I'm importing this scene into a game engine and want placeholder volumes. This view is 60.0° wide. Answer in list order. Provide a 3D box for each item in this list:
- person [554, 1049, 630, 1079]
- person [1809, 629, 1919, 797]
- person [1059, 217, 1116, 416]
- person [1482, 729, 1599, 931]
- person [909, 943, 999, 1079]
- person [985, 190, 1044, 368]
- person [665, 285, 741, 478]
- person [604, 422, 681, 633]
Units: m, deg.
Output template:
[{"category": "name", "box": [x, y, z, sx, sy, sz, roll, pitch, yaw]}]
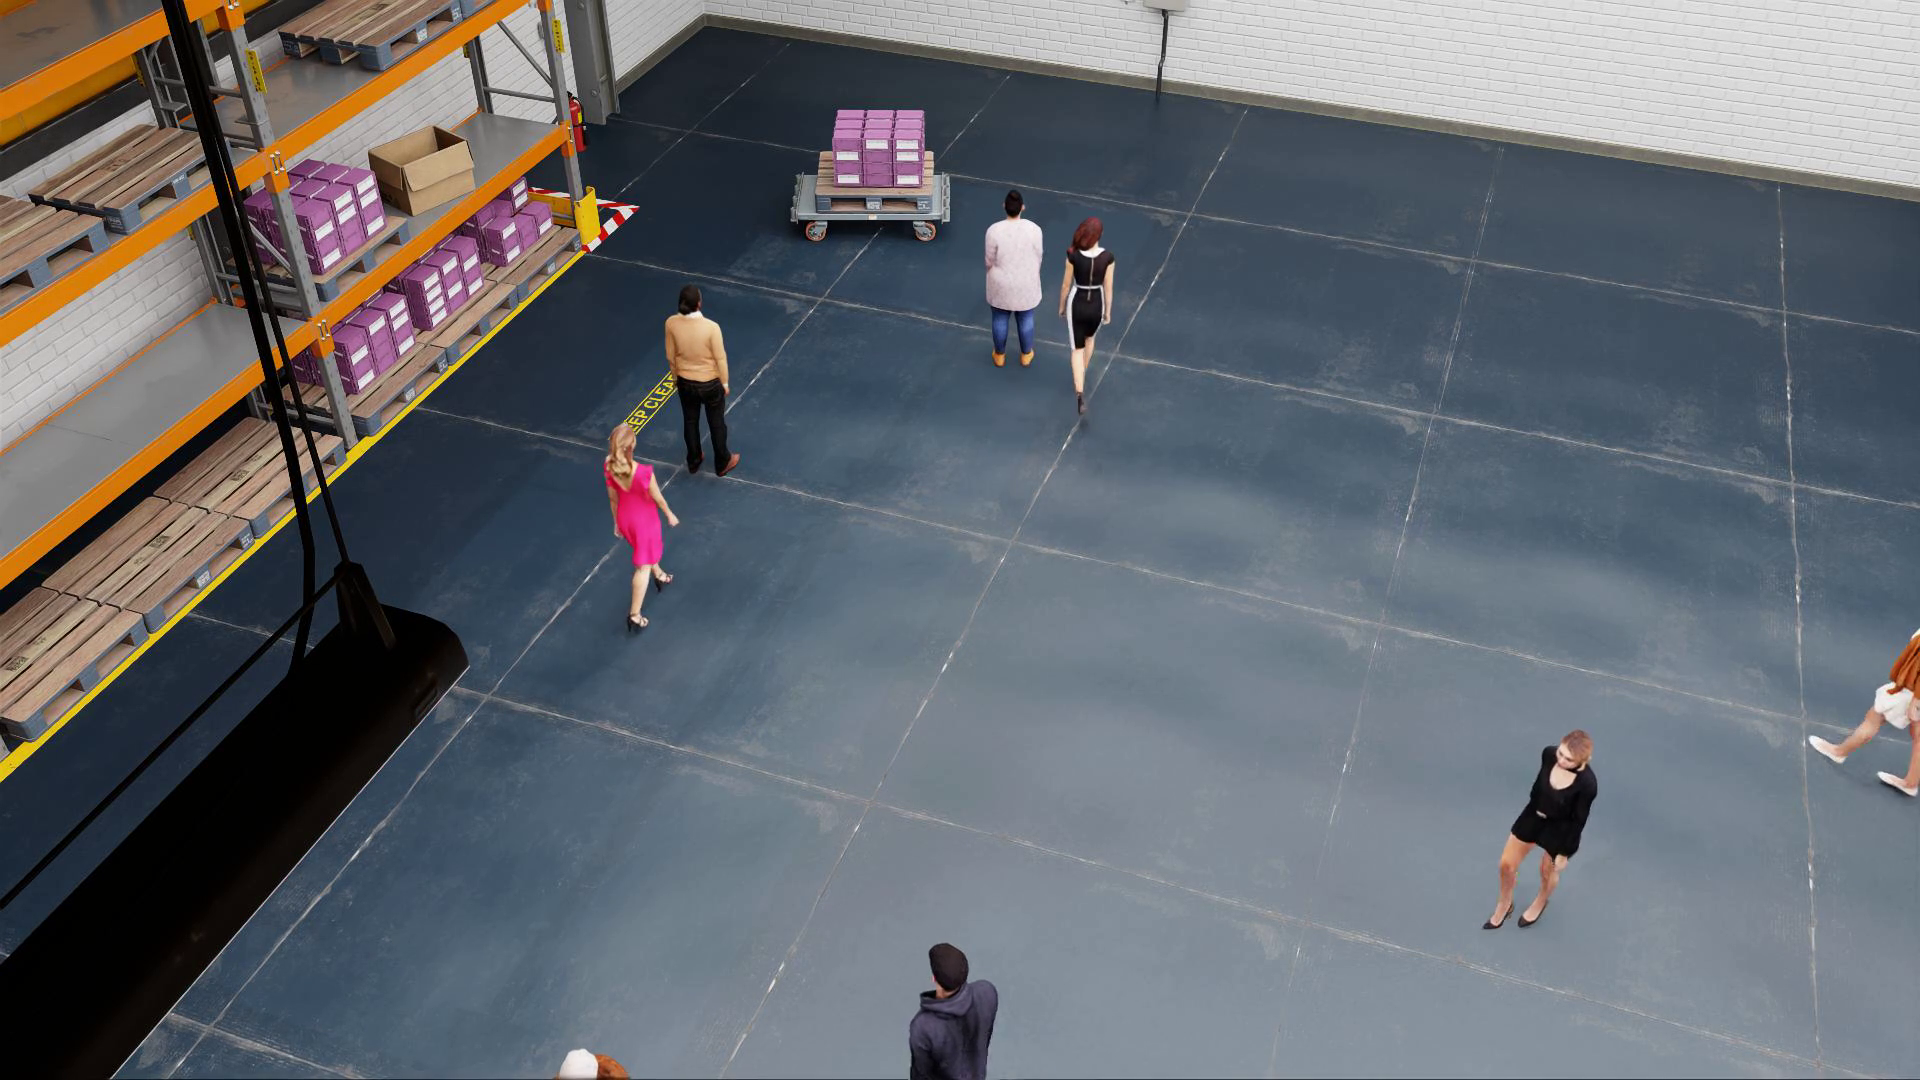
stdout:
[{"category": "person", "box": [-1.810, 3.075, 8.307, 0.615, 1.632, 0.582, 13, 40, 16]}, {"category": "person", "box": [6.341, 1.018, 10.836, 0.992, 1.691, 0.985, -23, 44, -26]}, {"category": "person", "box": [1.095, -1.920, 14.455, 0.871, 1.766, 1.165, -3, 39, -3]}, {"category": "person", "box": [3.567, 1.707, 9.928, 0.825, 1.747, 0.764, -21, 43, -24]}, {"category": "person", "box": [0.000, 2.778, 8.483, 0.971, 1.878, 1.007, -21, 43, -25]}, {"category": "person", "box": [0.475, -2.367, 15.033, 0.771, 1.743, 0.751, 0, 39, 0]}, {"category": "person", "box": [-2.148, -1.310, 13.702, 0.685, 1.753, 0.602, 8, 39, 10]}, {"category": "person", "box": [-2.381, -0.060, 12.186, 0.669, 1.691, 0.951, 18, 42, 21]}]
